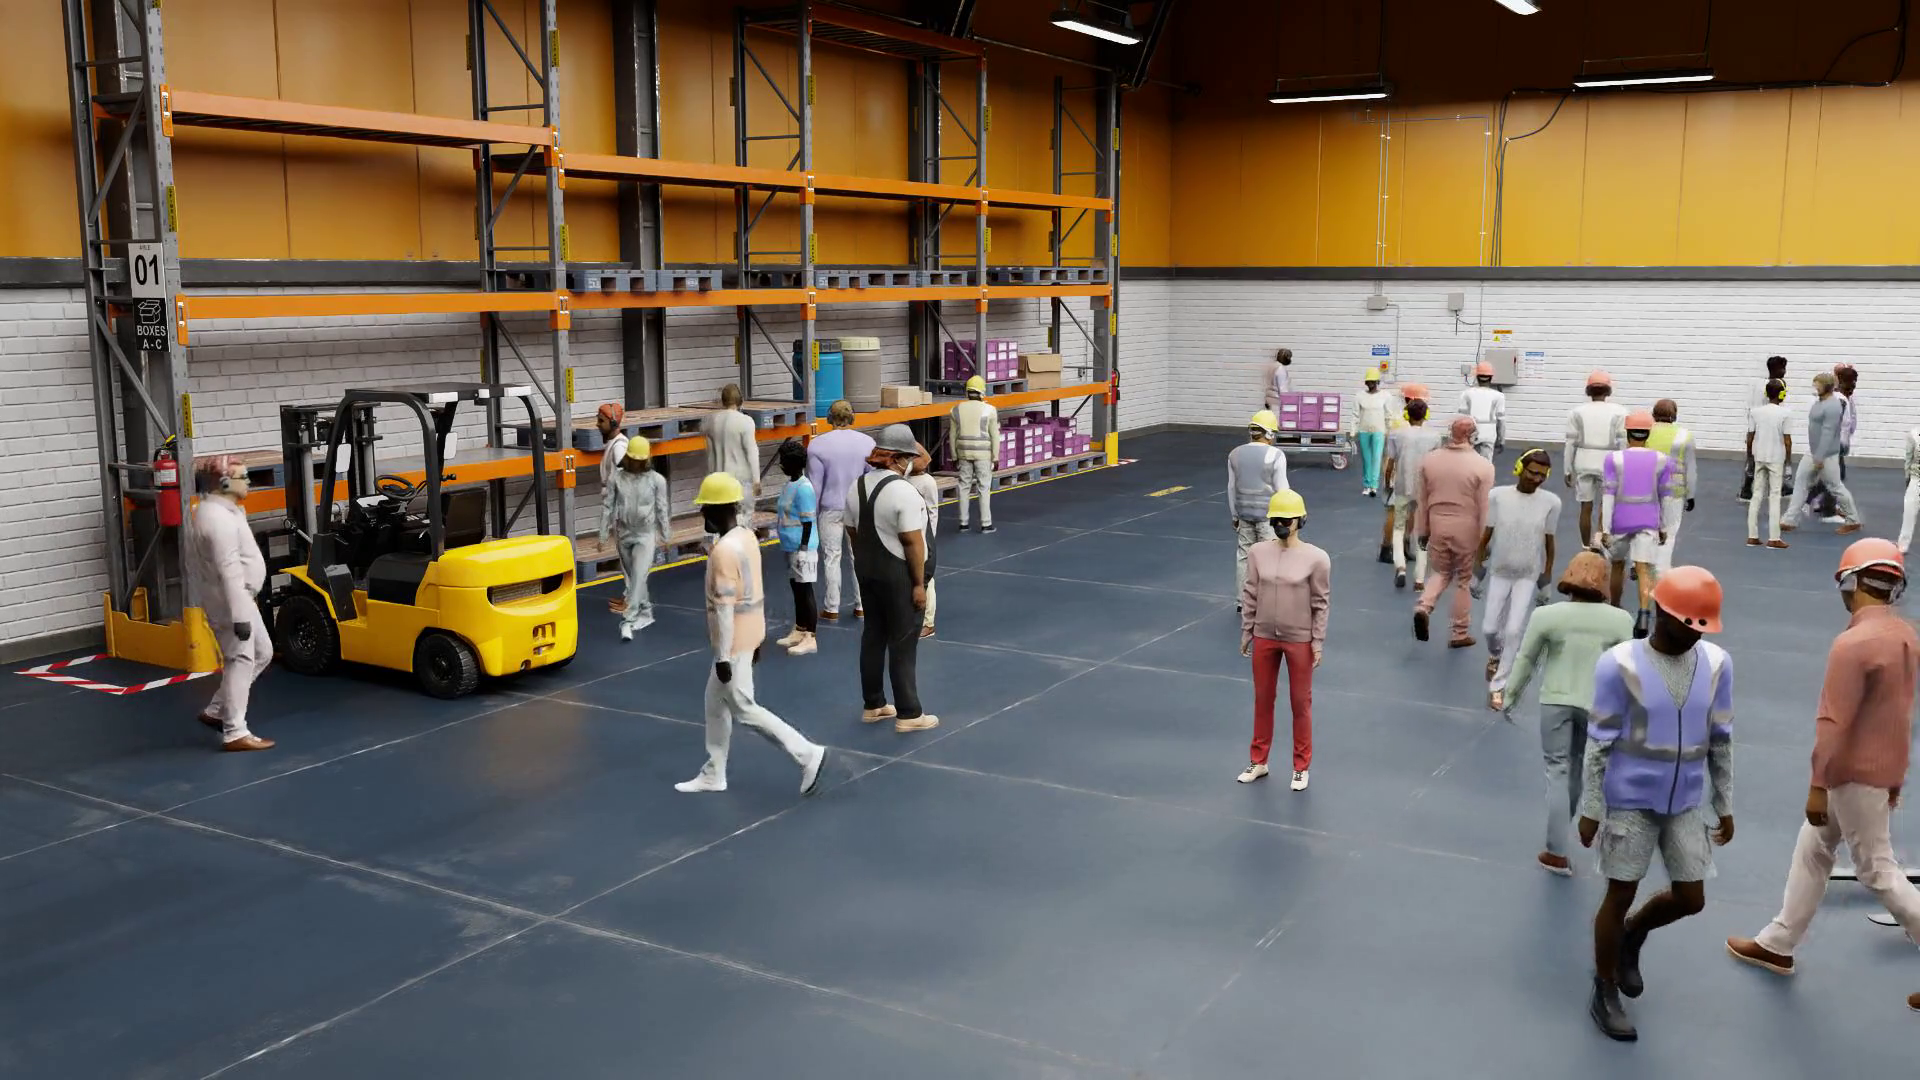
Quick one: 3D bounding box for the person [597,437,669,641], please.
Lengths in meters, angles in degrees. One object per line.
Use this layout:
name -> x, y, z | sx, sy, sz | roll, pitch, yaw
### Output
person -> -2.694, -0.025, 13.743 | 0.563, 1.676, 0.869 | 1, 9, 6

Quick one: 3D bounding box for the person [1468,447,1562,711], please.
person -> 3.848, 0.242, 11.581 | 0.594, 1.832, 0.627 | 3, 10, 20

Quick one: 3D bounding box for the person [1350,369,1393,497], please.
person -> 5.513, -1.429, 22.371 | 0.546, 1.727, 0.875 | 4, 10, 24

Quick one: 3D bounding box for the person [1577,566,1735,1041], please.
person -> 2.734, 1.018, 6.557 | 0.640, 1.902, 0.551 | -1, 9, -6

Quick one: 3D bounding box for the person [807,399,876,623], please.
person -> -1.018, -0.250, 14.354 | 0.638, 1.938, 0.357 | -4, 10, -22

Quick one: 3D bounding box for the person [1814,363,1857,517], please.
person -> 10.931, -1.251, 20.710 | 0.407, 1.905, 0.655 | 1, 9, 6

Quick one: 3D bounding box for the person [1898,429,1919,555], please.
person -> 10.258, -0.611, 17.653 | 0.518, 1.609, 0.741 | 9, 13, 43

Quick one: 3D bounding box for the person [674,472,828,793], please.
person -> -1.206, 0.552, 9.500 | 0.847, 1.900, 0.595 | 0, 9, 2

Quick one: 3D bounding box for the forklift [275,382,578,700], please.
forklift -> -3.974, -0.067, 12.417 | 2.313, 2.155, 1.214 | 5, 11, 30

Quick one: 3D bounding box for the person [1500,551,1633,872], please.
person -> 3.104, 0.848, 8.534 | 0.624, 1.586, 0.768 | 2, 9, 10

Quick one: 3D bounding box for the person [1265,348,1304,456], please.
person -> 5.316, -2.238, 27.258 | 0.873, 1.786, 0.693 | 0, 9, 1

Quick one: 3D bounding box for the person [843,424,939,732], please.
person -> -0.413, 0.232, 11.026 | 0.535, 2.000, 0.674 | -8, 12, -41

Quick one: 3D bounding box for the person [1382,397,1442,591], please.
person -> 4.289, -0.426, 15.808 | 0.528, 1.838, 0.442 | 2, 9, 12

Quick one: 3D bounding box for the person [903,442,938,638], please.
person -> -0.373, -0.005, 13.778 | 0.286, 1.633, 0.498 | -7, 11, -37

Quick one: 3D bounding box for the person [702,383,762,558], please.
person -> -2.319, -0.604, 16.638 | 0.639, 1.915, 0.668 | 8, 12, 41

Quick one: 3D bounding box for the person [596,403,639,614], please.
person -> -3.031, -0.285, 14.806 | 0.366, 1.873, 0.593 | -2, 9, -15

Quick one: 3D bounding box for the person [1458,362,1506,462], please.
person -> 6.568, -1.284, 20.926 | 0.574, 1.890, 0.950 | 4, 10, 22

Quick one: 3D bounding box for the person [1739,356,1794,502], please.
person -> 10.737, -1.447, 21.837 | 0.958, 1.924, 0.636 | 0, 9, 2

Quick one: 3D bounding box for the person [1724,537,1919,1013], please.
person -> 3.778, 0.962, 6.863 | 0.646, 1.927, 1.008 | -9, 12, -43

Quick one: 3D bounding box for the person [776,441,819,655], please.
person -> -1.290, 0.059, 13.194 | 0.319, 1.692, 0.533 | -3, 10, -20

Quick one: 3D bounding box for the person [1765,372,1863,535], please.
person -> 9.932, -0.985, 19.119 | 1.036, 1.890, 0.651 | 1, 9, 8

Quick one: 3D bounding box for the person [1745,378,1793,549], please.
person -> 8.893, -0.838, 18.270 | 0.335, 1.862, 0.521 | -6, 11, -33

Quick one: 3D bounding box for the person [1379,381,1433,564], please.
person -> 4.608, -0.689, 17.180 | 0.529, 1.908, 0.617 | 7, 12, 38

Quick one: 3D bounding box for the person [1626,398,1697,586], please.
person -> 6.729, -0.450, 15.976 | 0.631, 1.830, 0.433 | 8, 12, 41

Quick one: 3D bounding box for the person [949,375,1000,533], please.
person -> 0.179, -0.992, 19.315 | 0.600, 1.829, 0.404 | 3, 10, 18

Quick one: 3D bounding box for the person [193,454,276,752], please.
person -> -4.540, 0.400, 10.448 | 0.435, 1.888, 0.667 | -4, 10, -24

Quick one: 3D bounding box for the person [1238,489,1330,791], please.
person -> 1.888, 0.578, 9.725 | 0.525, 1.769, 0.311 | 5, 11, 30

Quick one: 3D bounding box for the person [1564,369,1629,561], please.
person -> 6.561, -0.745, 17.158 | 0.649, 2.027, 0.427 | 5, 10, 26

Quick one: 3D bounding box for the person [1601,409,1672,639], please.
person -> 5.634, -0.146, 13.865 | 0.560, 1.896, 0.987 | 2, 9, 10

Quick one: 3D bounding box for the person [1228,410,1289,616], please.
person -> 2.623, -0.218, 14.518 | 0.589, 1.822, 0.403 | 8, 12, 42

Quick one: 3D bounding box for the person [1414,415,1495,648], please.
person -> 3.933, -0.053, 13.266 | 0.582, 1.888, 0.658 | -9, 12, -43

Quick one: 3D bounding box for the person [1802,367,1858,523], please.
person -> 10.485, -1.137, 20.042 | 0.517, 1.888, 0.609 | 4, 10, 23
